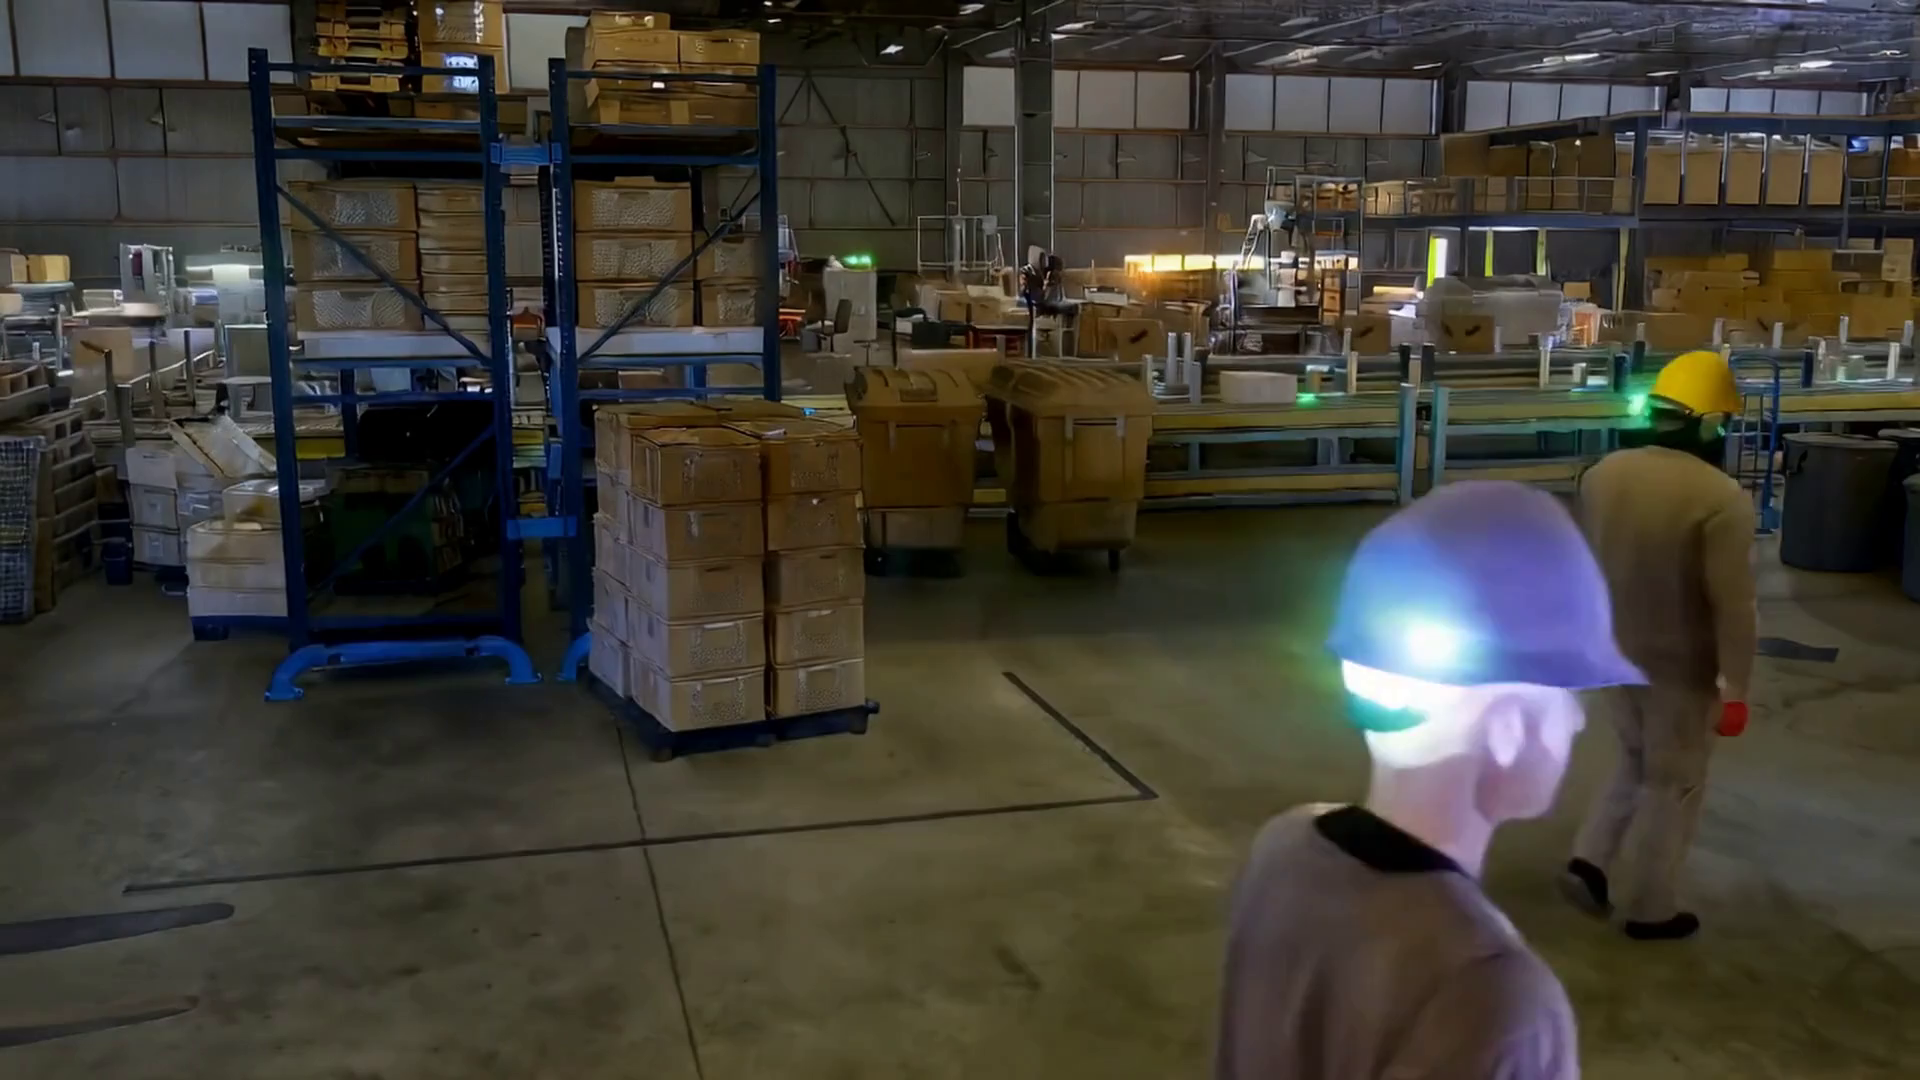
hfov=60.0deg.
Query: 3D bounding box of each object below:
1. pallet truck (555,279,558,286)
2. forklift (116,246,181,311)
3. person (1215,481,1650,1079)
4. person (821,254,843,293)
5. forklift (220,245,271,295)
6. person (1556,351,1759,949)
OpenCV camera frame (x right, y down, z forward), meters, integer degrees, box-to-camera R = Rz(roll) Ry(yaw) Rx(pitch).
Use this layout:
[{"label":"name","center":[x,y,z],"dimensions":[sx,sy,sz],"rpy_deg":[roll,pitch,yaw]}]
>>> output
[{"label":"pallet truck","center":[-10.604,-6.375,44.520],"dimensions":[0.653,1.274,1.630],"rpy_deg":[-3,10,-15]},{"label":"forklift","center":[-19.966,-6.232,40.894],"dimensions":[1.157,1.987,2.680],"rpy_deg":[-3,10,-15]},{"label":"person","center":[0.526,0.889,1.689],"dimensions":[0.917,1.896,0.572],"rpy_deg":[-3,10,-14]},{"label":"person","center":[-3.750,-7.452,48.958],"dimensions":[0.648,1.888,0.431],"rpy_deg":[3,10,17]},{"label":"forklift","center":[-17.749,-6.334,41.440],"dimensions":[1.157,1.987,2.680],"rpy_deg":[-3,10,-17]},{"label":"person","center":[2.110,0.348,4.981],"dimensions":[0.418,1.819,0.619],"rpy_deg":[-4,11,-23]}]
